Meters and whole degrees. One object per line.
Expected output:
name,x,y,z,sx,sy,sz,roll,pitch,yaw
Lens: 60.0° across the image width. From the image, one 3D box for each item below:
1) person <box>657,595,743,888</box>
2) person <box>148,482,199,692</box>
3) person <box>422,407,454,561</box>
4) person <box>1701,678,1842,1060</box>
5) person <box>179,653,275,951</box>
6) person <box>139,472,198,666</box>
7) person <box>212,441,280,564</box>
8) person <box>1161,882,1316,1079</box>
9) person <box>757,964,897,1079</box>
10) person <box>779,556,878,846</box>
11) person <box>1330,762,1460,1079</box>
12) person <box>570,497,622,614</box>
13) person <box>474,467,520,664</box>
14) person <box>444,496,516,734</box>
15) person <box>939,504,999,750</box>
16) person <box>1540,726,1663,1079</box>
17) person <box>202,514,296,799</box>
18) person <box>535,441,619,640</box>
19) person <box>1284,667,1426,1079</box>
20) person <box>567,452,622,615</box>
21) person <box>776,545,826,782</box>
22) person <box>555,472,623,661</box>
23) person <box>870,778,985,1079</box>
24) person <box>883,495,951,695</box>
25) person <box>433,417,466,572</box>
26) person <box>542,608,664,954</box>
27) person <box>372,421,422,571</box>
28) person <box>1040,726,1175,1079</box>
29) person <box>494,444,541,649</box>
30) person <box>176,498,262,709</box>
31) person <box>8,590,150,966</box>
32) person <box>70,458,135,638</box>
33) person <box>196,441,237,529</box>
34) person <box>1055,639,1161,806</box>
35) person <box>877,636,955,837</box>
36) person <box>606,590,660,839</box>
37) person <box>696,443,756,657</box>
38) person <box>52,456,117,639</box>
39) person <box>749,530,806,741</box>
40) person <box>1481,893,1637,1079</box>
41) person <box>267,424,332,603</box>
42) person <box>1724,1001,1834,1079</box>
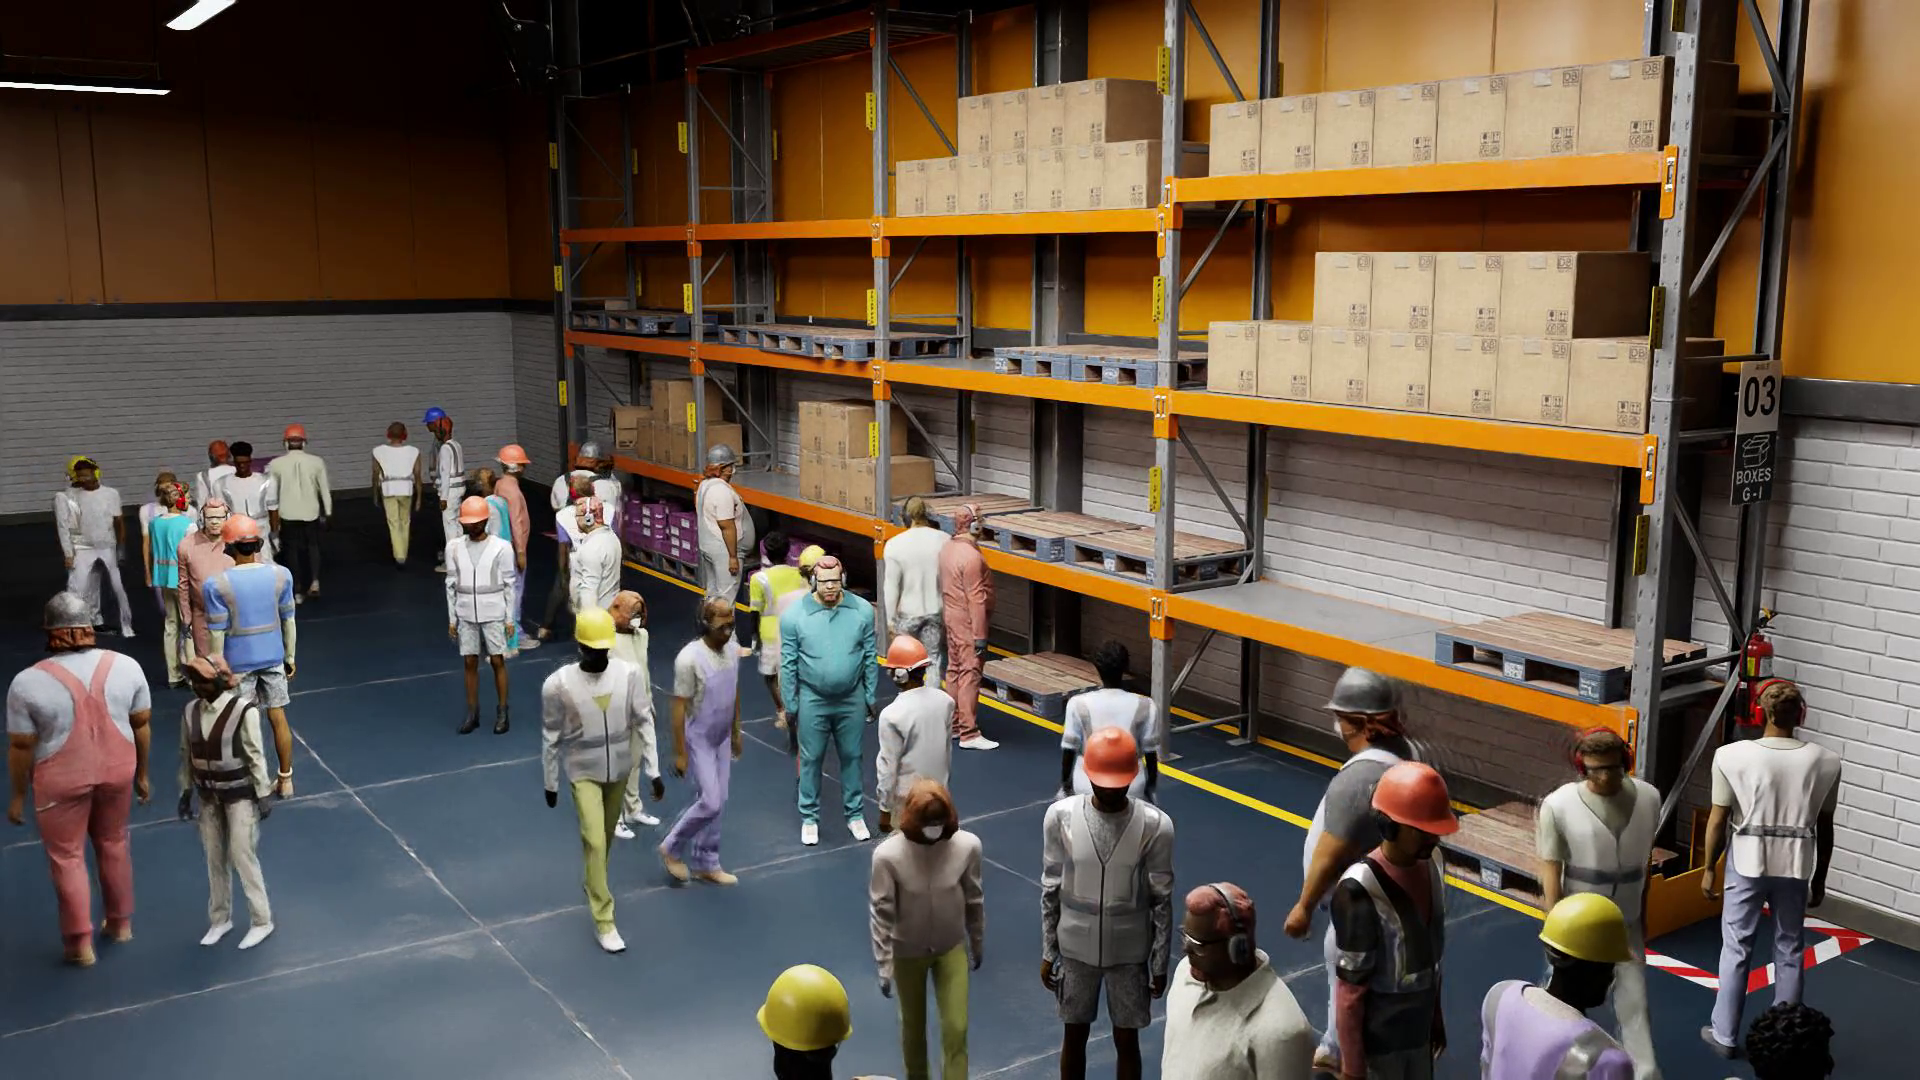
person,-1.522,1.205,9.971,0.466,1.820,0.554,5,11,27
person,-6.824,0.415,14.551,0.564,1.846,0.390,4,11,24
person,-6.486,-0.709,20.884,0.409,1.942,0.610,-3,10,-18
person,3.801,1.567,7.825,0.562,1.837,0.388,2,10,9
person,-4.064,1.432,9.213,0.532,1.634,0.357,4,10,20
person,-7.433,0.234,15.716,0.499,1.817,0.807,-3,10,-16
person,-7.242,-0.041,16.913,0.611,1.957,0.383,-5,11,-27
person,0.814,1.983,5.215,0.399,1.897,0.652,-4,11,-23
person,-0.396,2.079,4.538,0.587,1.930,0.361,-8,13,-40
person,-0.838,1.033,10.782,0.644,1.900,0.399,-3,10,-16
person,1.589,1.777,6.033,0.403,2.031,0.612,10,14,44
person,-2.924,0.595,13.350,0.399,1.900,0.644,0,10,3
person,-4.390,0.231,15.691,0.419,1.824,0.566,3,10,15
person,-3.810,0.607,13.225,0.552,1.926,0.424,0,10,0
person,0.079,0.665,12.907,0.408,1.906,0.653,-4,10,-20
person,2.822,1.687,7.267,0.595,1.782,0.989,-2,10,-9
person,-4.908,0.831,11.526,0.608,2.047,0.366,-9,13,-44
person,-3.732,0.014,16.333,0.906,2.000,0.646,3,10,19
person,1.736,1.538,7.392,0.791,2.000,0.708,6,11,30
person,-3.807,-0.022,17.226,0.657,1.814,0.645,-8,12,-39
person,-1.086,0.915,11.950,0.532,1.734,0.825,2,10,12
person,-3.376,0.301,15.247,0.608,1.833,0.509,-4,11,-23
person,-0.119,1.807,7.082,0.516,1.604,0.714,-2,10,-11
person,-0.329,0.584,13.353,0.691,1.922,0.534,-4,10,-22
person,-6.194,-0.557,20.177,0.373,1.879,0.586,-1,10,-4
person,-2.051,1.282,9.397,0.587,1.880,0.927,-7,12,-34
person,-6.859,-0.543,20.307,0.572,1.815,0.912,-5,11,-27
person,0.601,1.691,6.850,0.549,1.926,0.388,2,10,10
person,-4.335,0.062,16.195,0.402,1.990,0.622,-6,11,-30
person,-5.908,0.604,13.314,0.643,1.901,0.397,-2,10,-13
person,-4.796,1.256,9.047,0.536,2.000,0.691,9,13,41
person,-8.537,0.091,16.483,0.556,1.842,0.456,-2,10,-9
person,-7.876,-0.162,17.963,0.596,1.825,1.005,-3,10,-17
person,0.817,1.400,9.277,0.595,1.678,0.587,1,10,6
person,-0.268,1.386,9.159,0.355,1.744,0.570,8,12,38
person,-2.186,1.131,10.972,0.279,1.633,0.498,4,11,24
person,-2.222,0.089,15.898,0.537,2.000,0.682,-5,11,-28
person,-8.716,0.074,16.588,0.404,1.835,0.588,2,10,14
person,-1.361,0.762,13.031,0.555,1.672,0.653,-5,11,-29
person,1.819,1.998,5.074,0.400,1.915,0.591,-4,10,-21
person,-7.289,-0.297,18.354,0.645,1.967,0.454,-5,11,-25
person,2.334,2.148,4.813,0.321,1.697,0.530,-2,10,-10
